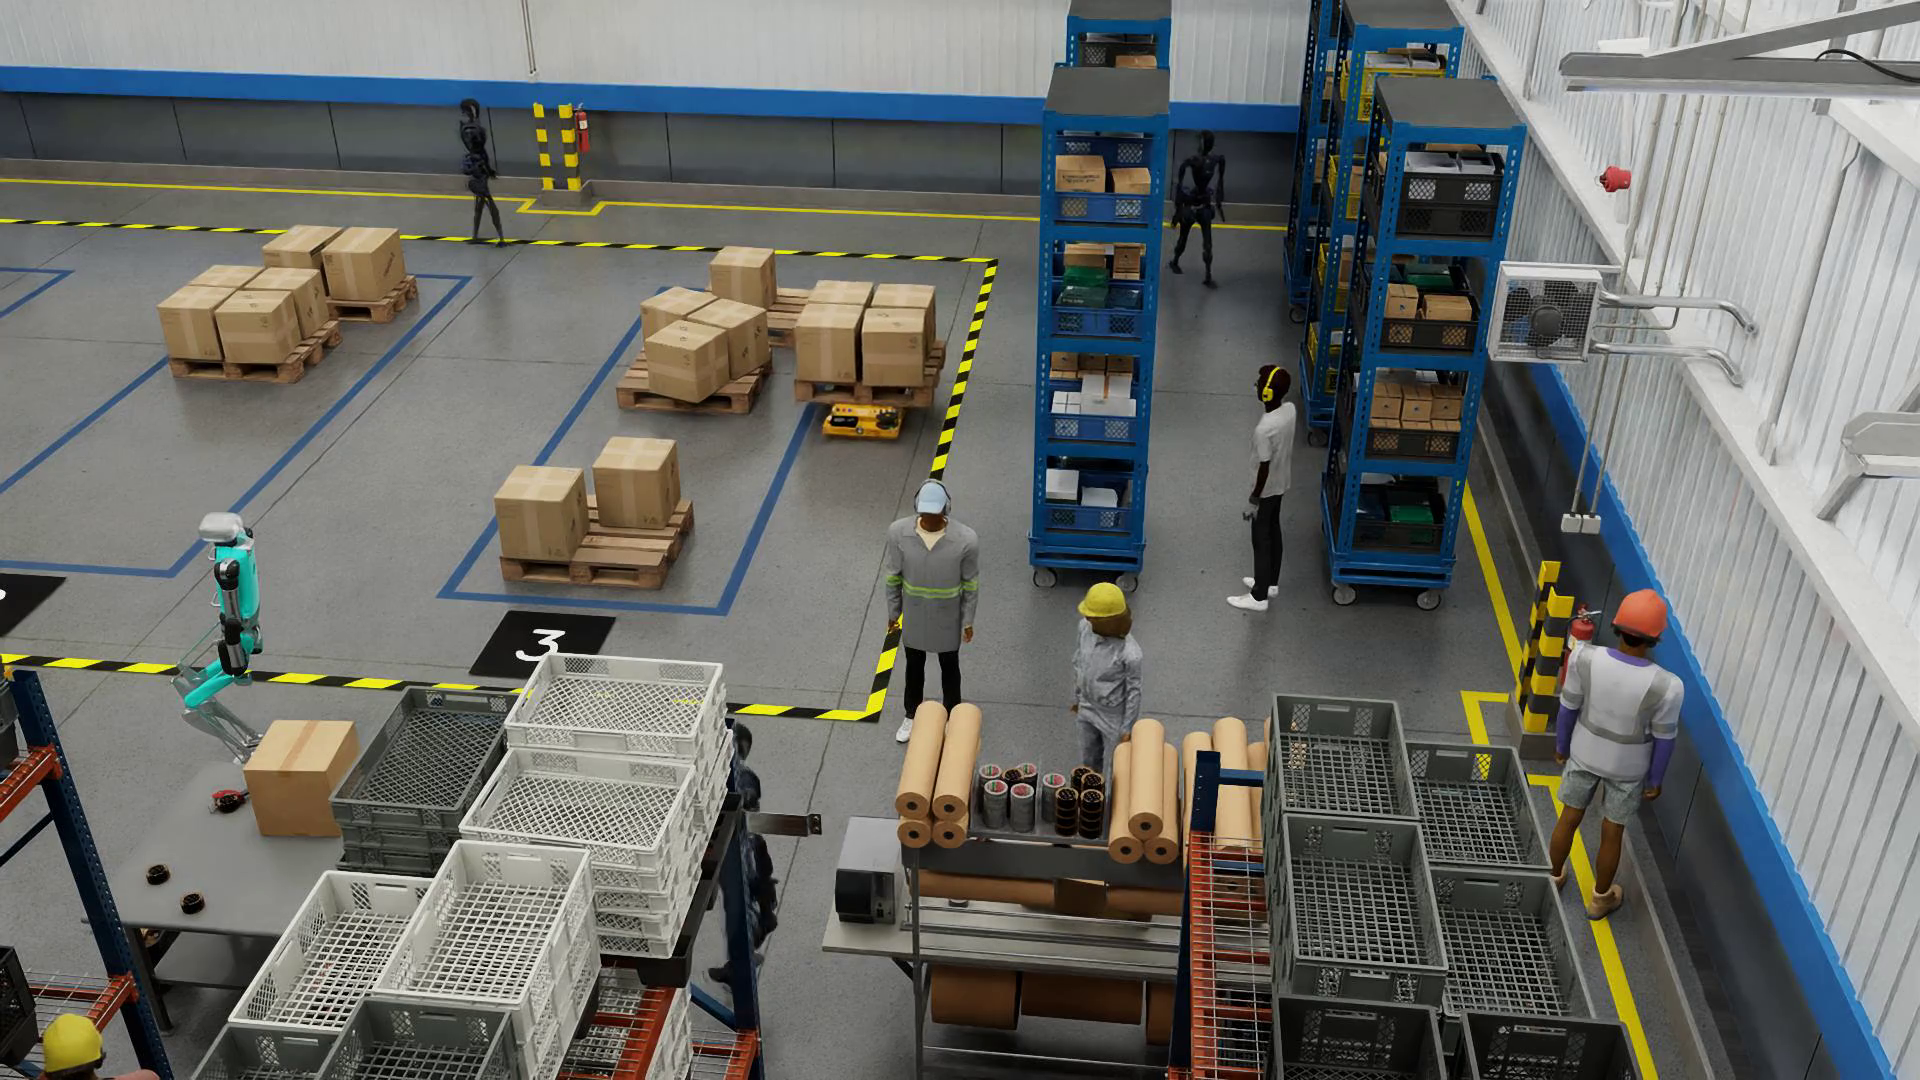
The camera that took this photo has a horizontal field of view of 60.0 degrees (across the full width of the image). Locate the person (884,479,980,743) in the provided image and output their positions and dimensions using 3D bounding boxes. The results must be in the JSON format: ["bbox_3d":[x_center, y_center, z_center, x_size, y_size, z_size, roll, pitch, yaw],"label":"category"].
[{"bbox_3d":[-0.178,0.456,10.316,0.589,1.852,0.365,5,31,8],"label":"person"}]

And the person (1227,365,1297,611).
[{"bbox_3d":[2.139,-0.359,11.698,0.335,1.873,0.517,19,35,29],"label":"person"}]

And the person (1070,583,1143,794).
[{"bbox_3d":[0.813,0.989,9.511,0.309,1.739,0.486,-23,37,-34],"label":"person"}]

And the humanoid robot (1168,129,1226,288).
[{"bbox_3d":[2.472,-3.473,17.286,0.593,1.621,0.789,-11,32,-18],"label":"humanoid robot"}]

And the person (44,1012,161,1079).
[{"bbox_3d":[-3.389,2.594,6.729,0.524,1.768,0.312,-18,35,-28],"label":"person"}]

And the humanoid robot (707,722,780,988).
[{"bbox_3d":[-1.183,1.613,8.504,0.365,1.648,0.603,-20,36,-31],"label":"humanoid robot"}]

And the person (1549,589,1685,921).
[{"bbox_3d":[3.485,1.155,8.925,0.606,2.047,0.365,21,36,31],"label":"person"}]

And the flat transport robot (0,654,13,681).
[{"bbox_3d":[-7.142,0.969,11.010,1.431,0.231,0.659,3,30,6],"label":"flat transport robot"}]

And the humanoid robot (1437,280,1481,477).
[{"bbox_3d":[3.693,-1.245,13.218,0.533,1.677,0.735,26,39,37],"label":"humanoid robot"}]

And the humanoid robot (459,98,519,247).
[{"bbox_3d":[-5.202,-4.011,18.172,0.602,1.644,0.586,-2,30,-3],"label":"humanoid robot"}]

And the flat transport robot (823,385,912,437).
[{"bbox_3d":[-0.786,-1.334,14.937,0.652,0.197,1.431,3,30,6],"label":"flat transport robot"}]

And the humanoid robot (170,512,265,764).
[{"bbox_3d":[-4.508,0.619,10.022,0.735,1.671,0.533,-5,31,-9],"label":"humanoid robot"}]

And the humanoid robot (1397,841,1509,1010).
[{"bbox_3d":[2.285,2.120,7.680,0.586,1.635,0.730,2,30,3],"label":"humanoid robot"}]
